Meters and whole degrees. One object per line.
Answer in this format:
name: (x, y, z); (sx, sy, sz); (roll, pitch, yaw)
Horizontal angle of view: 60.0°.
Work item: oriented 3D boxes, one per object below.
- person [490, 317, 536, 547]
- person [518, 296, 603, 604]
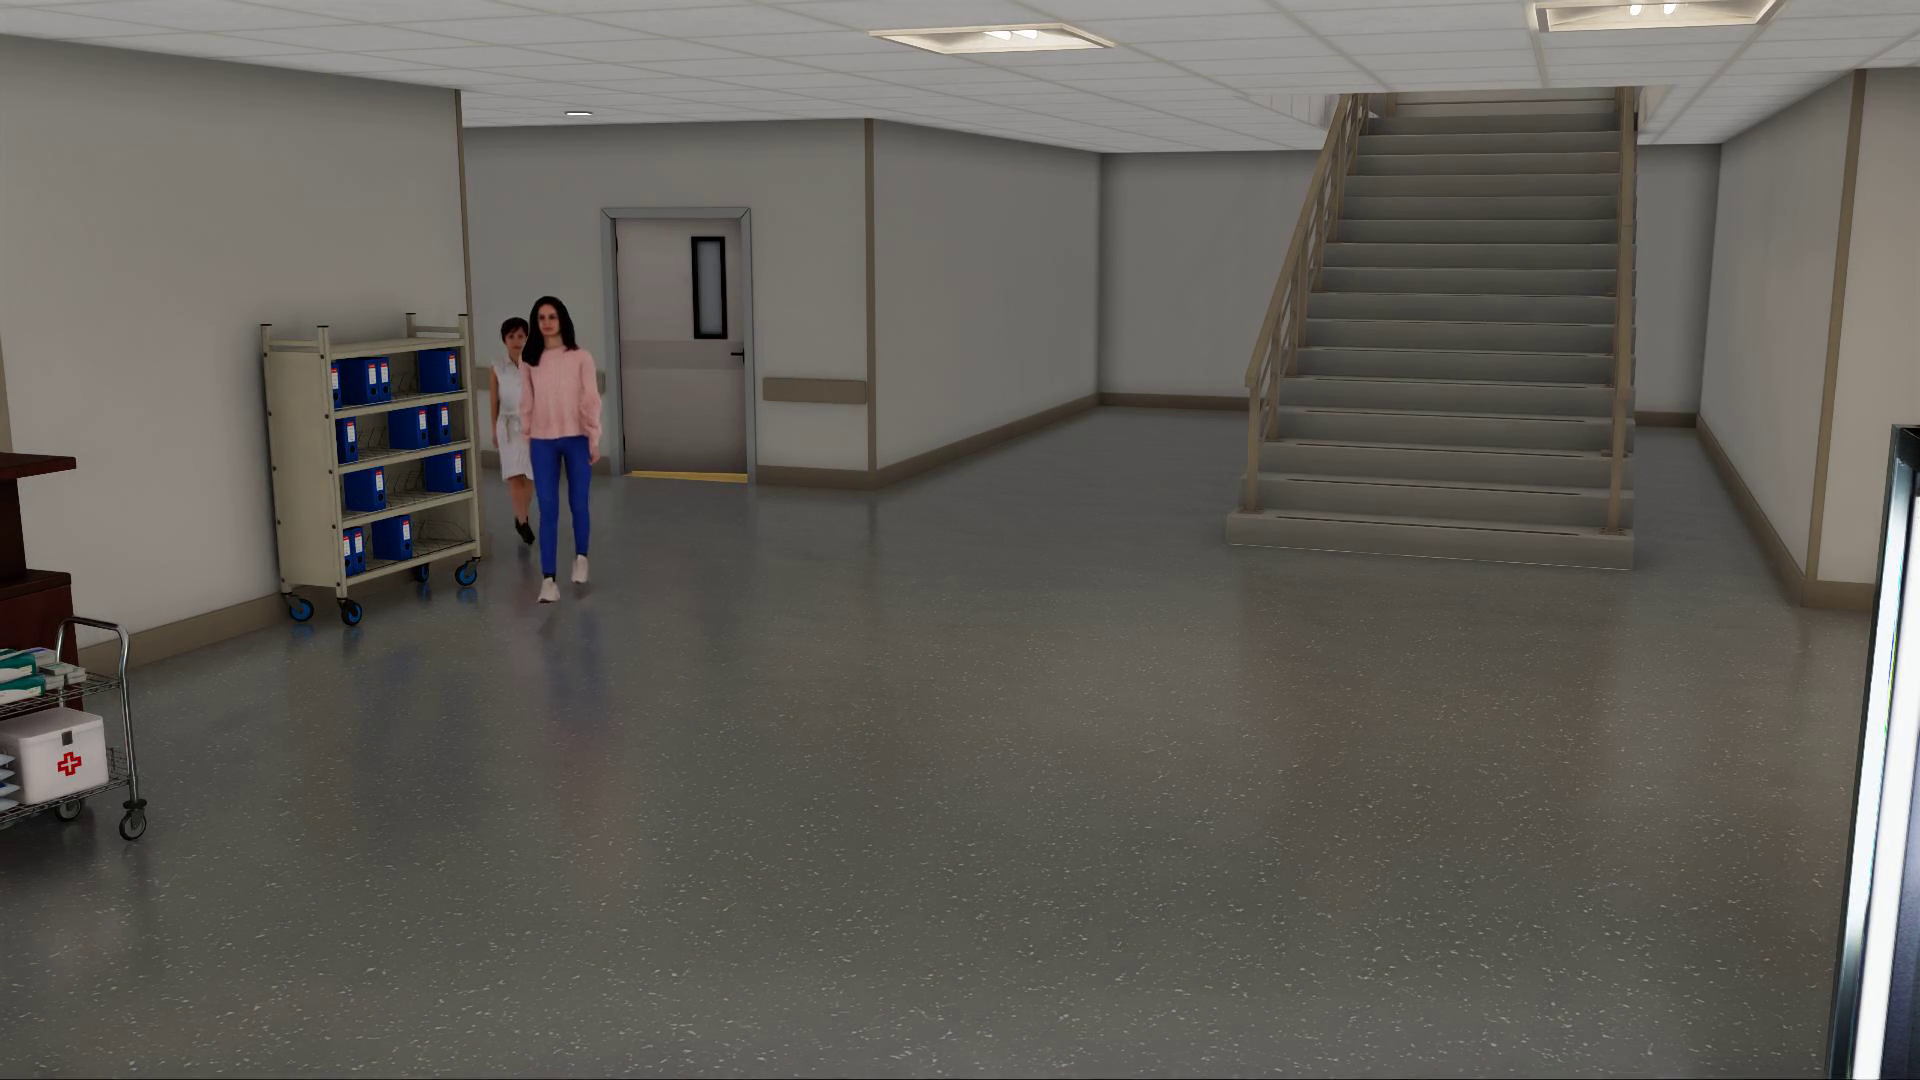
person: (-2.988, -0.719, 11.318); (0.971, 1.508, 1.038); (-5, 12, -24)
person: (-2.290, -0.519, 9.696); (0.961, 1.719, 1.244); (-1, 11, -3)
